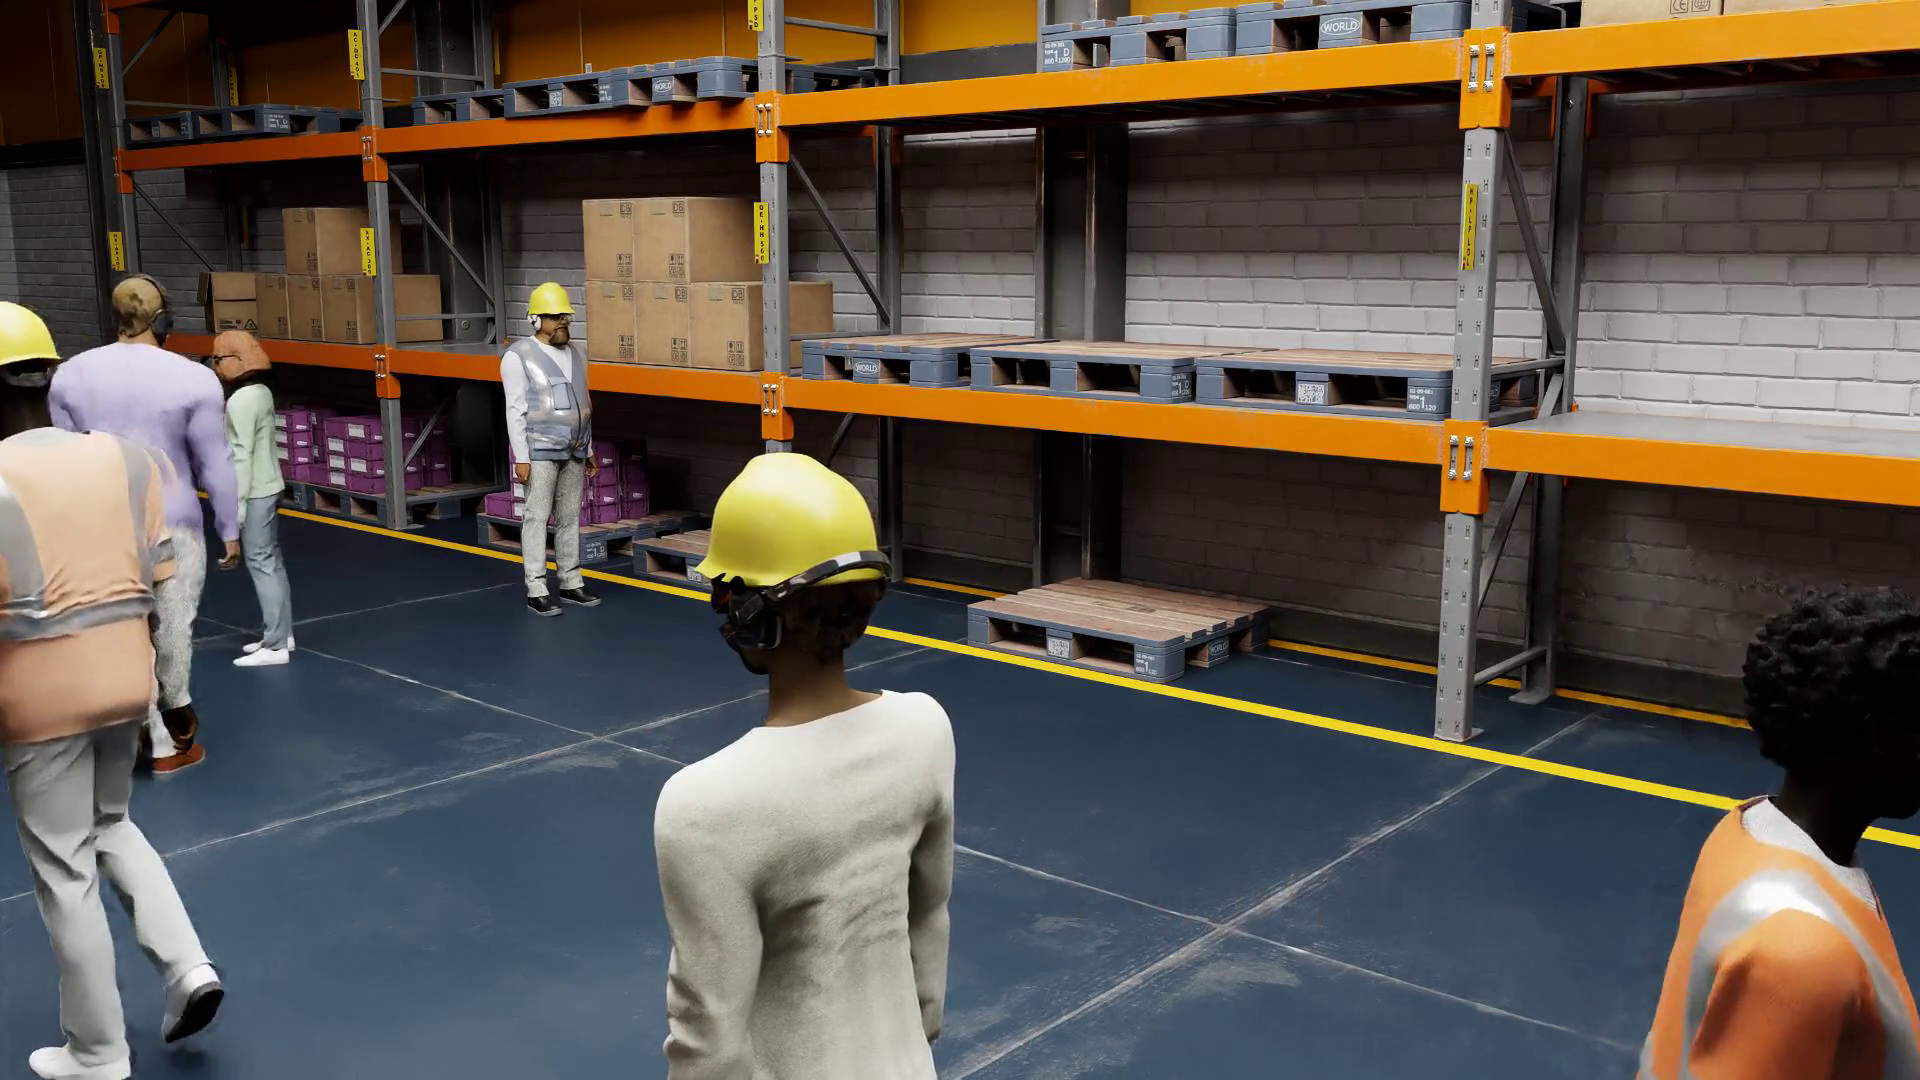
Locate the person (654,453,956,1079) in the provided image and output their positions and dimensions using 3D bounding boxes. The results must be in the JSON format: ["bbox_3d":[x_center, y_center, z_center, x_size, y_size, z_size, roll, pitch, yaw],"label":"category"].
[{"bbox_3d":[-0.206,0.766,2.201,0.310,1.768,0.533,7,12,35],"label":"person"}]

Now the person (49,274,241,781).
[{"bbox_3d":[-3.077,-0.044,6.361,0.656,1.921,0.446,0,10,1],"label":"person"}]

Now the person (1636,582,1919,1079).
[{"bbox_3d":[0.934,0.854,2.029,0.895,1.653,0.540,4,11,21],"label":"person"}]

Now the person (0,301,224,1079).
[{"bbox_3d":[-2.149,0.389,3.983,0.514,1.904,0.585,4,11,23],"label":"person"}]

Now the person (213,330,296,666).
[{"bbox_3d":[-3.445,-0.203,8.104,0.276,1.631,0.506,-2,10,-10],"label":"person"}]

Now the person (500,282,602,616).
[{"bbox_3d":[-2.251,-0.506,9.254,0.404,1.833,0.589,6,12,32],"label":"person"}]
